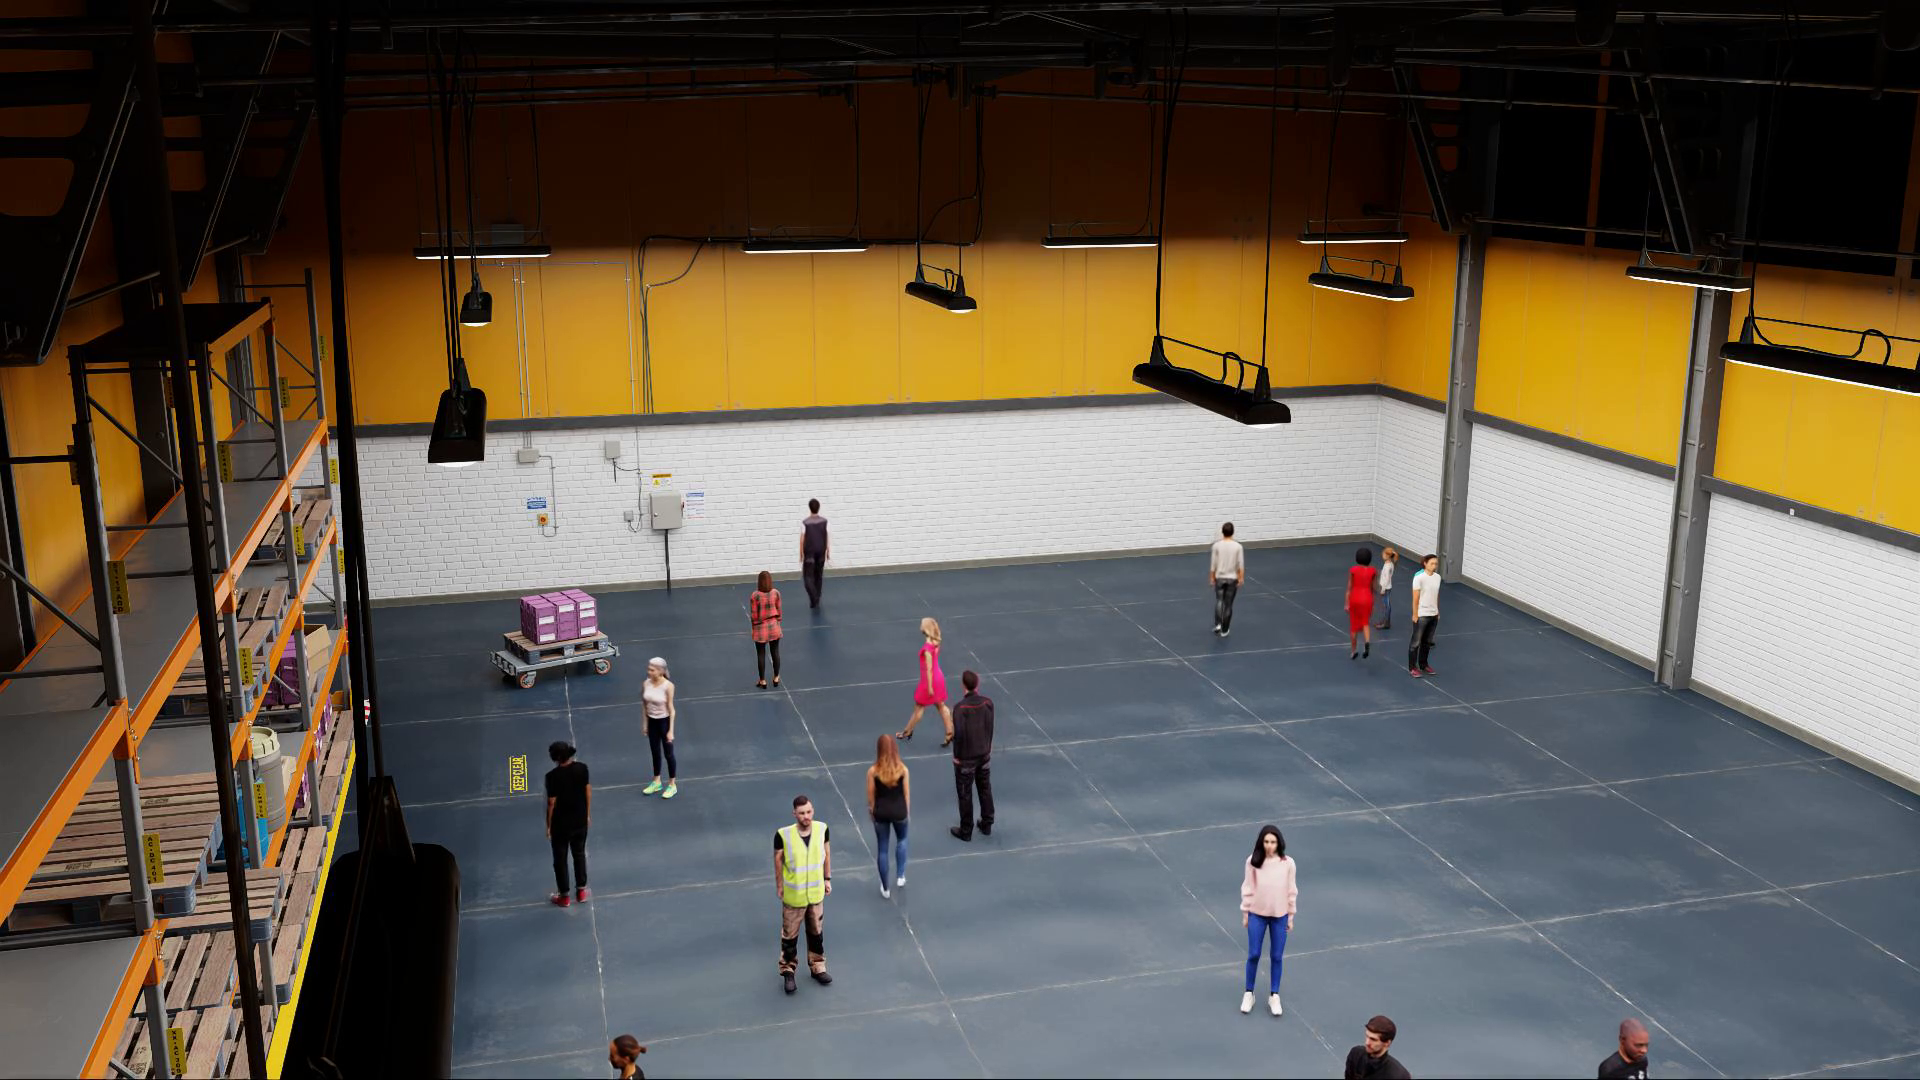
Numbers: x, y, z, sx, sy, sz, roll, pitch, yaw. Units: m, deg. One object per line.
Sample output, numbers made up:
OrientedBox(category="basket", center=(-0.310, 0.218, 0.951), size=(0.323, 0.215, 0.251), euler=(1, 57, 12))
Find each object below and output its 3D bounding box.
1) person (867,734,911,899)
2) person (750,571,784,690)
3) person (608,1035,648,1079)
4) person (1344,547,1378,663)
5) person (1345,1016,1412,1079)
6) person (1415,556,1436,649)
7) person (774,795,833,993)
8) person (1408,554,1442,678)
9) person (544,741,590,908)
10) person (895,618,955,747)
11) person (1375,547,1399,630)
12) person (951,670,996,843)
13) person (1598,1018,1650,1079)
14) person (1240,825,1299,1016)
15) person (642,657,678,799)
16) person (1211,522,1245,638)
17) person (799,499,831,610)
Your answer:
OrientedBox(category="person", center=(-0.710, 2.835, 16.946), size=(0.639, 1.707, 0.692), euler=(-1, 14, -6))
OrientedBox(category="person", center=(-2.731, 1.253, 23.487), size=(0.648, 1.704, 0.608), euler=(-7, 15, -25))
OrientedBox(category="person", center=(-2.237, 4.176, 11.489), size=(0.640, 1.669, 0.461), euler=(-3, 14, -13))
OrientedBox(category="person", center=(5.934, 0.989, 24.518), size=(0.706, 1.730, 0.850), euler=(0, 14, -1))
OrientedBox(category="person", center=(2.865, 4.102, 11.434), size=(0.832, 1.838, 0.632), euler=(-9, 16, -32))
OrientedBox(category="person", center=(7.096, 0.925, 25.383), size=(0.589, 1.449, 0.653), euler=(8, 16, 31))
OrientedBox(category="person", center=(-1.425, 3.189, 15.187), size=(0.735, 1.846, 0.758), euler=(-6, 15, -22))
OrientedBox(category="person", center=(6.721, 1.067, 24.052), size=(0.690, 1.798, 0.622), euler=(-7, 15, -28))
OrientedBox(category="person", center=(-3.970, 2.843, 16.825), size=(0.722, 1.749, 0.696), euler=(-8, 16, -29))
OrientedBox(category="person", center=(-0.269, 1.824, 21.145), size=(0.984, 1.697, 1.015), euler=(5, 14, 19))
OrientedBox(category="person", center=(6.767, 0.757, 26.360), size=(0.623, 1.315, 0.554), euler=(5, 14, 18))
OrientedBox(category="person", center=(0.135, 2.371, 18.430), size=(0.753, 1.910, 0.691), euler=(-9, 16, -32))
OrientedBox(category="person", center=(4.517, 4.113, 11.462), size=(0.755, 1.803, 0.758), euler=(-12, 18, -40))
OrientedBox(category="person", center=(2.731, 3.342, 14.724), size=(0.724, 1.768, 0.701), euler=(2, 14, 10))
OrientedBox(category="person", center=(-3.530, 2.184, 19.635), size=(0.678, 1.706, 0.734), euler=(7, 15, 28))
OrientedBox(category="person", center=(4.134, 0.635, 25.836), size=(0.776, 1.799, 0.816), euler=(5, 15, 21))
OrientedBox(category="person", center=(-2.384, 0.246, 27.377), size=(0.733, 1.829, 1.046), euler=(-5, 15, -20))
